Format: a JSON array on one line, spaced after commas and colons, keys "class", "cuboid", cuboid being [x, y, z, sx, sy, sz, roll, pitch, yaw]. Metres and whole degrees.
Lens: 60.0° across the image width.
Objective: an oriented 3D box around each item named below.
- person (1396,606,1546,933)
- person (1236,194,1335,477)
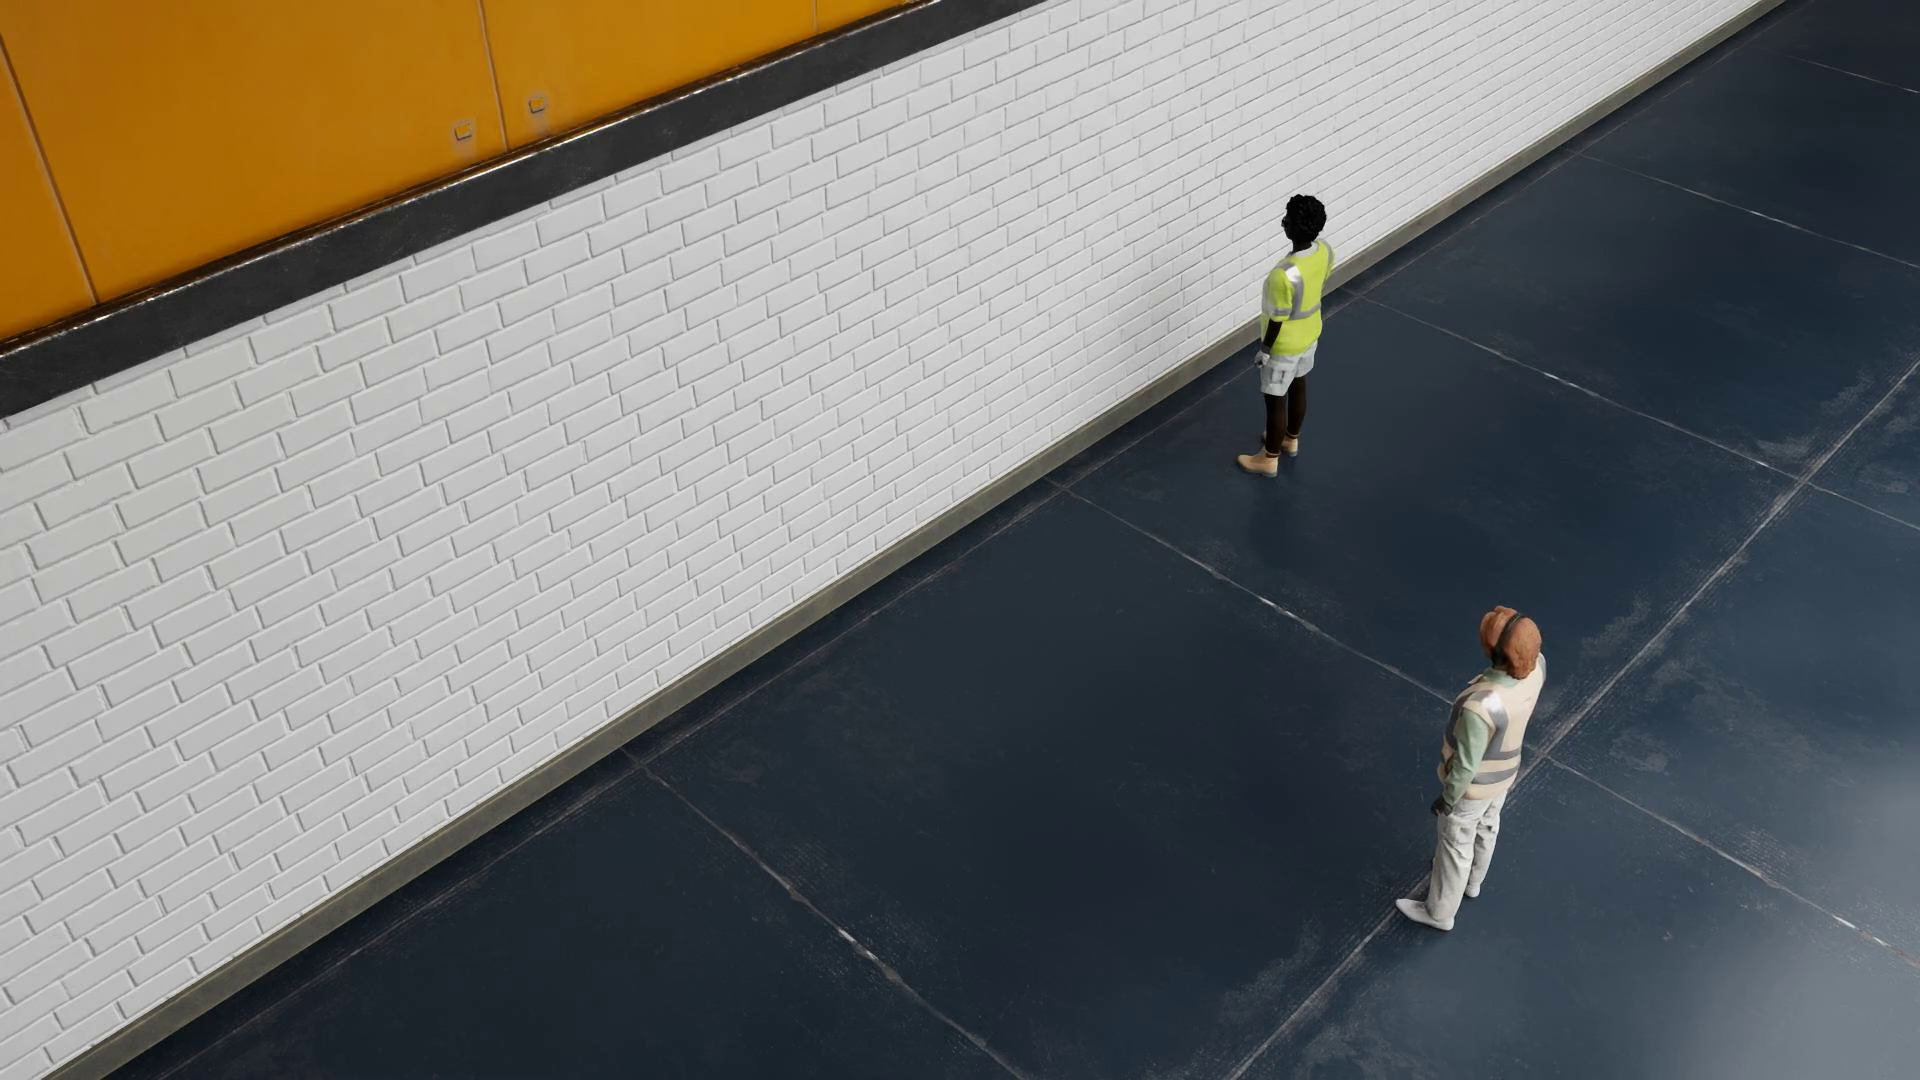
[{"class": "person", "cuboid": [2.070, 0.931, 6.659, 0.304, 1.637, 0.522, 30, 48, 32]}, {"class": "person", "cuboid": [1.807, -1.121, 9.177, 0.318, 1.696, 0.534, 27, 46, 29]}]
